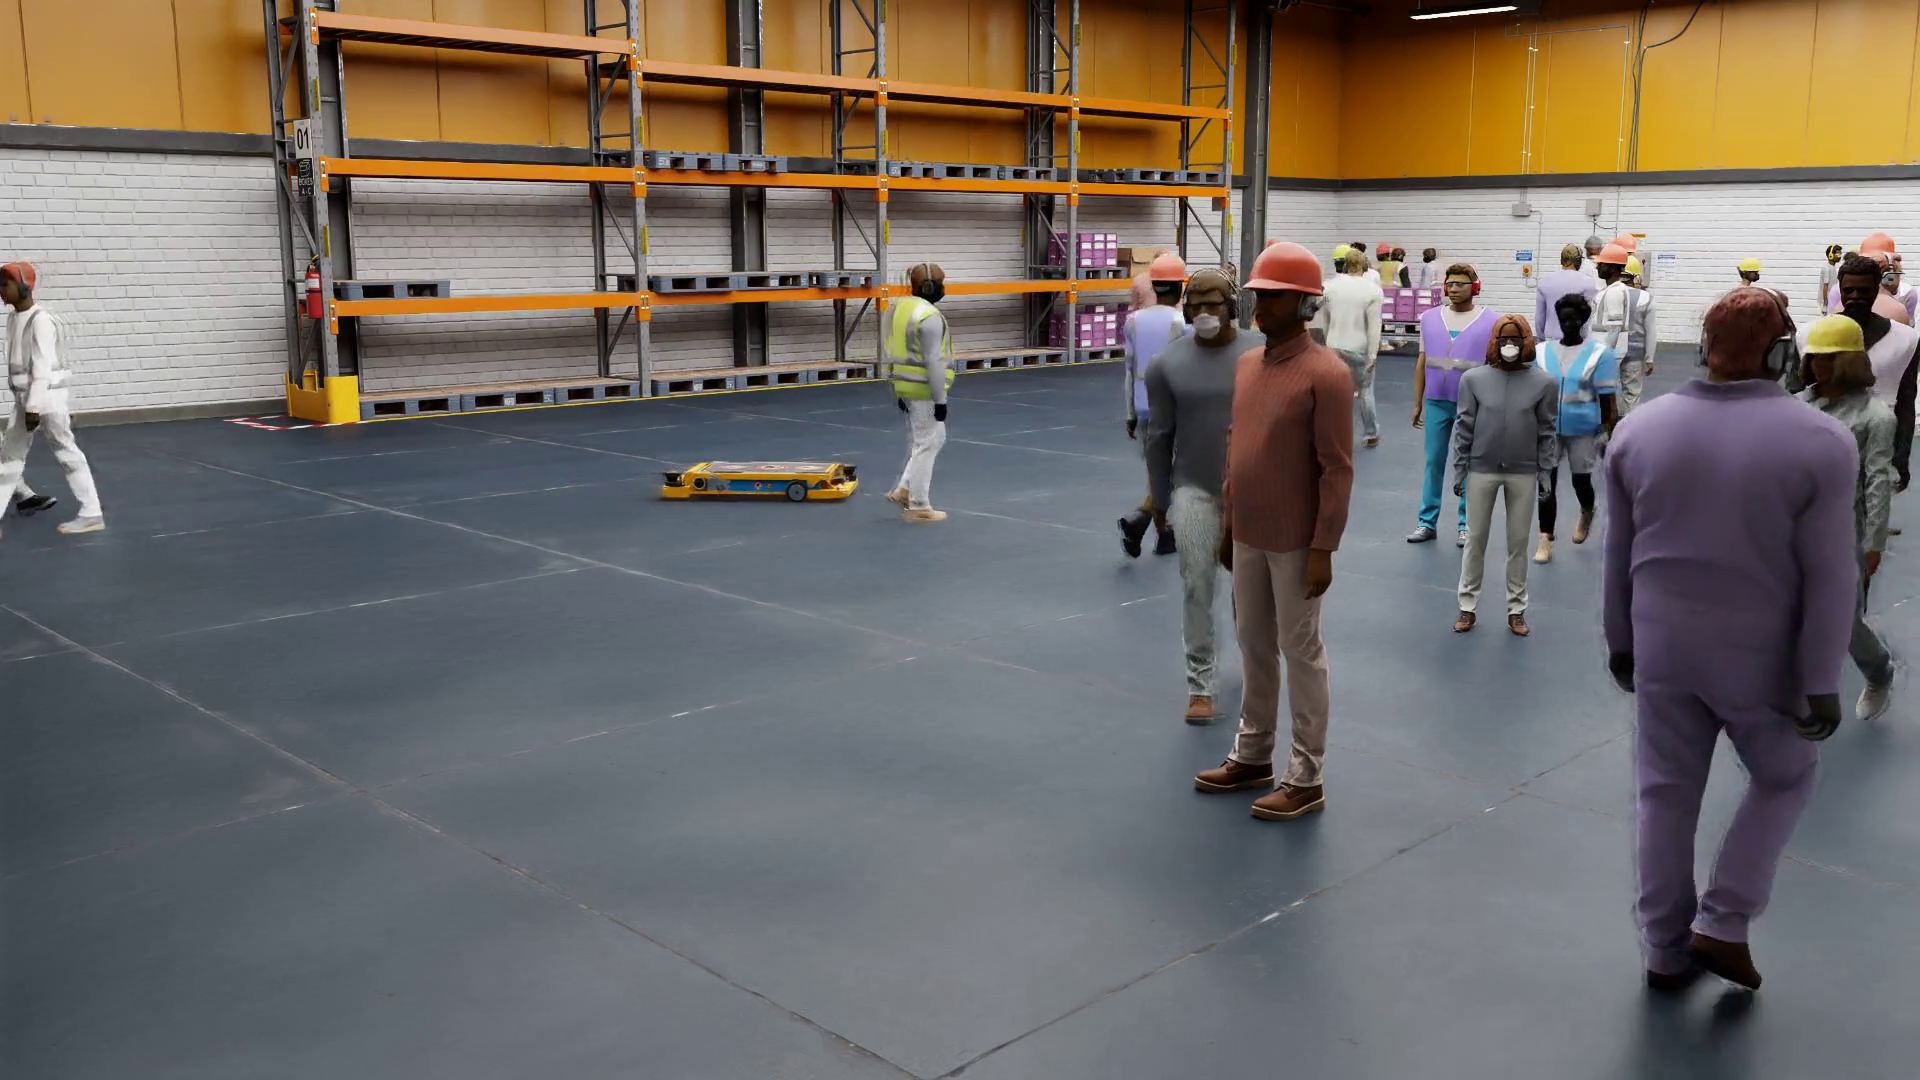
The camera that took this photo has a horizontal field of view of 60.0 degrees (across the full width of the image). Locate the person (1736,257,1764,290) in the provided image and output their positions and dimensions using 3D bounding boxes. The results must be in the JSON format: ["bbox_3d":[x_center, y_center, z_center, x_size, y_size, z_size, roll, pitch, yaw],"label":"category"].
[{"bbox_3d":[9.136,-2.404,19.403,0.320,1.769,0.523,5,12,26],"label":"person"}]

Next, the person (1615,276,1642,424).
[{"bbox_3d":[7.165,-2.065,17.915,0.284,1.633,0.498,-1,10,-5],"label":"person"}]

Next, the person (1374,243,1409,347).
[{"bbox_3d":[7.705,-4.431,30.224,1.027,1.853,0.544,2,11,11],"label":"person"}]

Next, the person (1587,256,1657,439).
[{"bbox_3d":[6.158,-1.719,15.486,0.600,1.829,0.404,6,12,29],"label":"person"}]

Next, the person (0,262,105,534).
[{"bbox_3d":[-6.234,-0.909,11.056,0.608,1.831,0.966,9,13,39],"label":"person"}]

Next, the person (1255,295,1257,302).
[{"bbox_3d":[4.558,-3.225,24.259,0.539,1.624,0.374,3,11,16],"label":"person"}]

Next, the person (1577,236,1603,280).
[{"bbox_3d":[9.810,-3.775,26.128,0.702,2.000,0.957,-5,11,-24],"label":"person"}]

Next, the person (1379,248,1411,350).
[{"bbox_3d":[7.792,-4.280,29.542,0.968,1.790,0.679,-6,12,-29],"label":"person"}]

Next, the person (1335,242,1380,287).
[{"bbox_3d":[5.096,-2.843,21.343,0.603,1.936,0.423,0,10,1],"label":"person"}]

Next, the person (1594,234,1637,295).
[{"bbox_3d":[7.662,-2.539,19.404,0.605,2.036,0.383,-5,11,-24],"label":"person"}]

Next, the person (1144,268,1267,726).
[{"bbox_3d":[1.119,-0.221,7.183,0.655,1.898,0.935,2,11,11],"label":"person"}]

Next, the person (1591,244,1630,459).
[{"bbox_3d":[5.870,-1.703,15.101,0.353,1.942,0.545,4,11,21],"label":"person"}]

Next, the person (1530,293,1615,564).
[{"bbox_3d":[3.826,-0.710,10.428,0.537,1.675,0.720,7,12,33],"label":"person"}]

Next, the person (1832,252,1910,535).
[{"bbox_3d":[6.208,-0.994,11.329,0.405,1.906,0.653,-2,11,-10],"label":"person"}]

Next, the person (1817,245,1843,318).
[{"bbox_3d":[13.777,-3.733,26.383,0.312,1.864,0.536,7,12,32],"label":"person"}]

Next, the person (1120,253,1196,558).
[{"bbox_3d":[1.223,-0.815,10.336,0.549,1.918,0.758,9,14,40],"label":"person"}]

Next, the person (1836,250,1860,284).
[{"bbox_3d":[11.391,-2.750,21.146,0.525,1.830,0.484,5,12,26],"label":"person"}]

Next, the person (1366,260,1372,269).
[{"bbox_3d":[6.458,-3.653,26.575,0.500,1.632,0.286,-2,11,-11],"label":"person"}]

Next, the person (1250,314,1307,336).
[{"bbox_3d":[3.047,-1.711,15.935,0.530,1.650,0.916,6,12,30],"label":"person"}]

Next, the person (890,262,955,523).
[{"bbox_3d":[-0.239,-1.028,11.718,0.448,1.830,0.656,-4,11,-22],"label":"person"}]

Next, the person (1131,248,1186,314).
[{"bbox_3d":[2.245,-2.370,18.897,0.647,1.881,0.645,3,11,17],"label":"person"}]

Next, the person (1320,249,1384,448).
[{"bbox_3d":[3.697,-1.763,15.604,0.618,1.883,0.979,6,12,30],"label":"person"}]

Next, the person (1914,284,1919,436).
[{"bbox_3d":[9.898,-1.976,16.749,0.578,1.884,0.353,1,10,4],"label":"person"}]

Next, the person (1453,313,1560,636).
[{"bbox_3d":[2.757,-0.329,8.448,0.500,1.633,0.284,3,11,16],"label":"person"}]

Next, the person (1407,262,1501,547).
[{"bbox_3d":[3.247,-0.879,10.871,0.563,1.844,0.389,7,12,33],"label":"person"}]

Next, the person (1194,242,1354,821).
[{"bbox_3d":[1.111,-0.031,5.831,0.372,1.997,0.620,-5,12,-26],"label":"person"}]

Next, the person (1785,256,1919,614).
[{"bbox_3d":[4.390,-0.438,8.264,0.600,1.917,0.377,5,11,24],"label":"person"}]

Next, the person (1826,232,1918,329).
[{"bbox_3d":[6.823,-1.282,12.525,0.605,2.045,0.377,4,11,20],"label":"person"}]

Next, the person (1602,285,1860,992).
[{"bbox_3d":[2.017,0.284,4.394,0.432,1.890,0.675,-10,14,-43],"label":"person"}]

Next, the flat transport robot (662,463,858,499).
[{"bbox_3d":[-1.541,-0.472,12.948,1.431,0.197,0.652,1,10,3],"label":"flat transport robot"}]

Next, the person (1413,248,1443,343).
[{"bbox_3d":[8.788,-4.508,30.833,0.790,1.809,0.678,7,13,35],"label":"person"}]

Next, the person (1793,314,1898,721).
[{"bbox_3d":[3.509,-0.047,6.683,0.741,1.721,0.491,-6,12,-31],"label":"person"}]

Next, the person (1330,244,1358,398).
[{"bbox_3d":[4.707,-2.703,20.656,0.649,1.904,0.587,2,11,12],"label":"person"}]

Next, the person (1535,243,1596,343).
[{"bbox_3d":[6.133,-2.024,16.858,0.355,1.938,0.636,-8,13,-39],"label":"person"}]

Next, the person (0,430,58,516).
[{"bbox_3d":[-7.030,-1.010,11.766,0.932,1.783,0.583,-2,11,-9],"label":"person"}]

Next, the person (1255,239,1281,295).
[{"bbox_3d":[5.293,-4.085,28.067,0.627,1.936,1.039,0,10,1],"label":"person"}]
